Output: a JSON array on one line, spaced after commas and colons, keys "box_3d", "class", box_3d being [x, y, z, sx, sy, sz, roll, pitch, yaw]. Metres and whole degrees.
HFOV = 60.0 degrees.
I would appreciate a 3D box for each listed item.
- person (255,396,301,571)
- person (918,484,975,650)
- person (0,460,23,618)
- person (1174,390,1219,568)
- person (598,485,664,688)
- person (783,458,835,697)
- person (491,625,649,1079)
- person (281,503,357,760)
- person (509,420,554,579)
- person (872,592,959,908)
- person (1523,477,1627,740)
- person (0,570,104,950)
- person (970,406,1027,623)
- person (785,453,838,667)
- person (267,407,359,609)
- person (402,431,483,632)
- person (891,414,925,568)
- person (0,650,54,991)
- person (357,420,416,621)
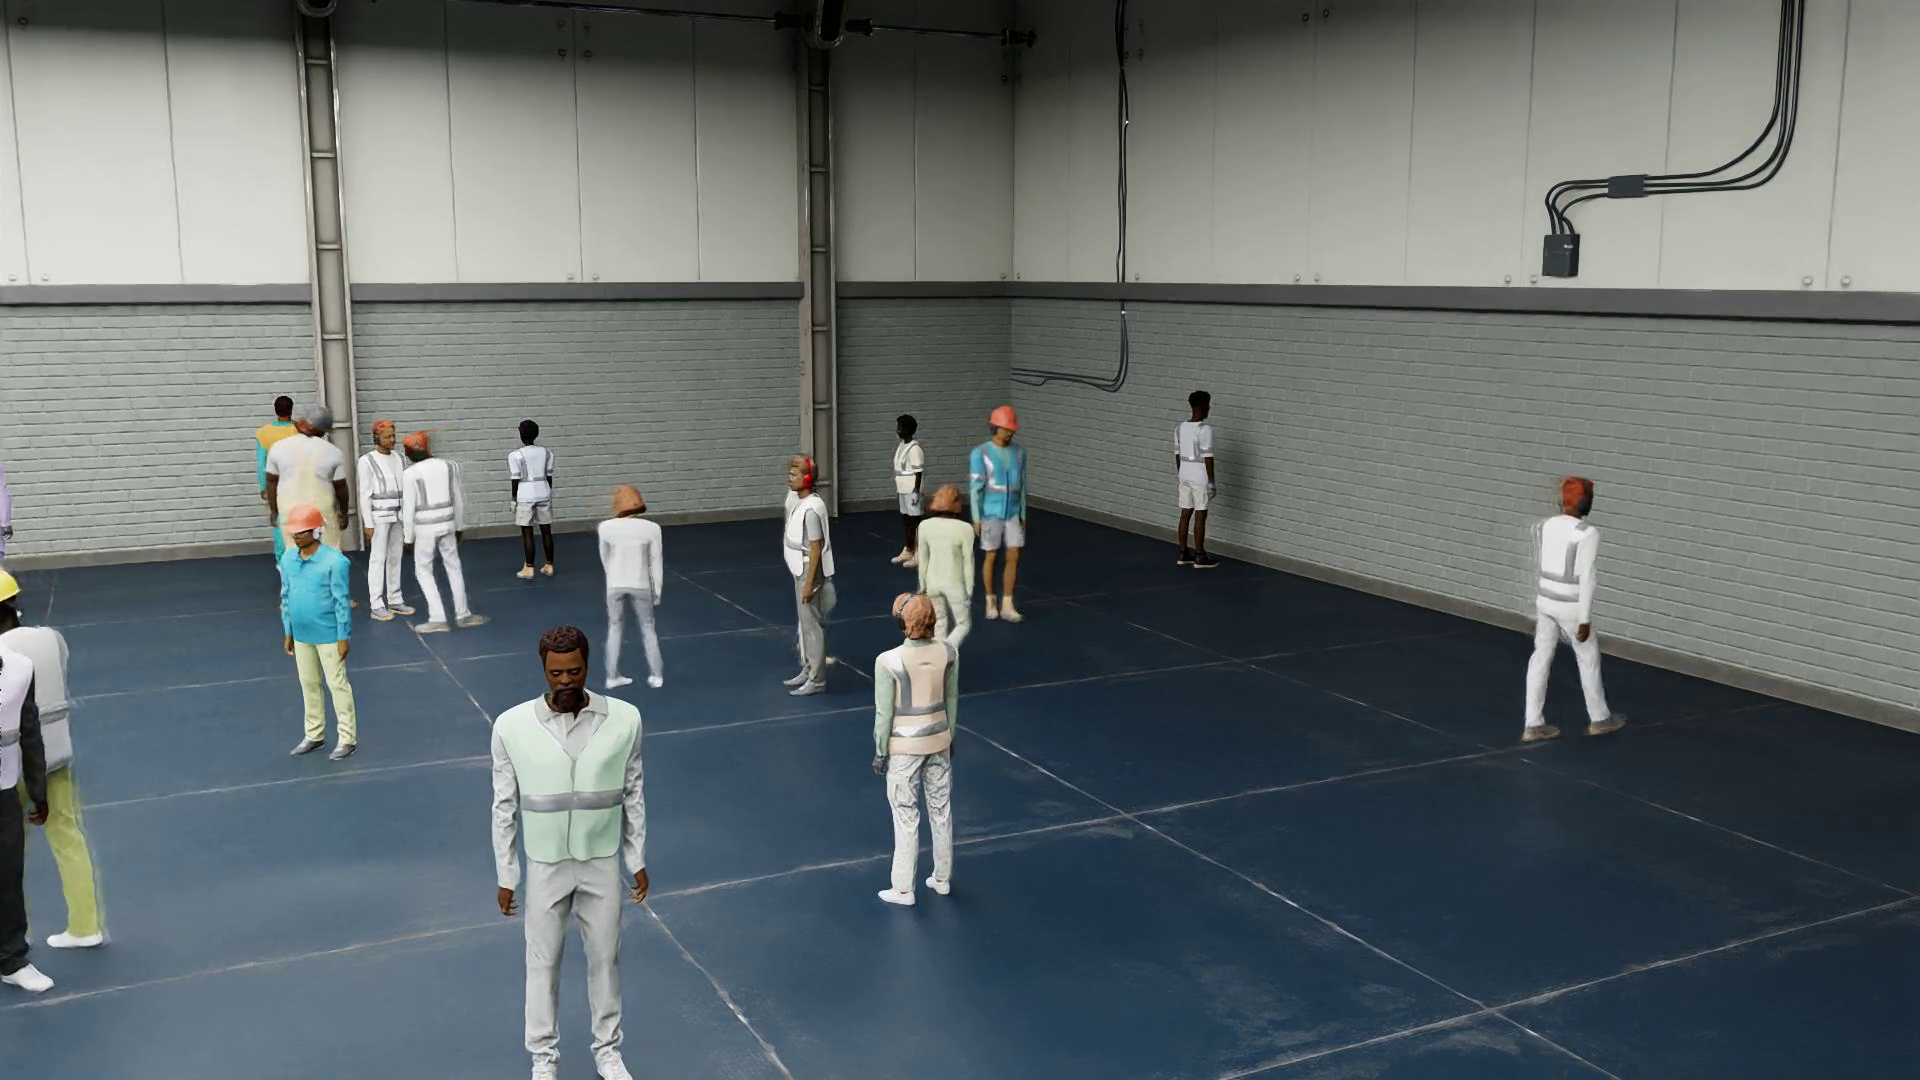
[{"box_3d": [-7.353, -0.616, 18.199, 0.596, 1.916, 0.372, -3, 10, -16], "class": "person"}, {"box_3d": [-0.121, 0.373, 13.034, 0.504, 1.622, 0.456, 4, 10, 25], "class": "person"}, {"box_3d": [-9.164, -0.179, 15.548, 0.654, 1.905, 0.408, 1, 9, 5], "class": "person"}, {"box_3d": [2.624, -0.677, 18.436, 0.366, 1.963, 0.603, -5, 11, -30], "class": "person"}, {"box_3d": [-2.571, 0.367, 13.051, 0.492, 1.617, 0.374, -2, 9, -10], "class": "person"}, {"box_3d": [-1.172, 0.279, 12.892, 0.386, 1.849, 0.568, -2, 9, -13], "class": "person"}, {"box_3d": [-1.534, 1.271, 6.573, 0.596, 1.918, 0.381, -4, 10, -21], "class": "person"}, {"box_3d": [-4.338, 0.613, 11.175, 0.563, 1.742, 0.360, 4, 10, 21], "class": "person"}, {"box_3d": [-4.567, -0.433, 17.750, 0.322, 1.697, 0.536, 9, 13, 43], "class": "person"}, {"box_3d": [-0.221, 1.081, 8.602, 0.513, 1.641, 0.307, -7, 11, -36], "class": "person"}, {"box_3d": [4.341, 0.475, 11.666, 0.897, 1.848, 0.605, -4, 10, -23], "class": "person"}, {"box_3d": [-4.564, 1.060, 8.020, 0.887, 1.872, 0.592, 2, 10, 15], "class": "person"}, {"box_3d": [0.397, -0.241, 15.552, 0.651, 2.018, 0.560, -5, 10, -27], "class": "person"}, {"box_3d": [-1.238, 0.172, 13.697, 0.361, 1.815, 0.592, 3, 10, 19], "class": "person"}, {"box_3d": [-6.230, -0.314, 15.963, 0.745, 2.000, 0.594, -3, 10, -18], "class": "person"}, {"box_3d": [-4.721, -0.079, 15.158, 0.338, 1.851, 0.789, 8, 12, 41], "class": "person"}, {"box_3d": [-0.564, -0.548, 18.453, 0.322, 1.698, 0.528, -4, 10, -23], "class": "person"}, {"box_3d": [-4.389, 1.146, 7.408, 0.406, 1.906, 0.606, 8, 12, 41], "class": "person"}, {"box_3d": [-5.408, -0.194, 15.704, 0.339, 1.882, 0.584, 4, 10, 23], "class": "person"}]
